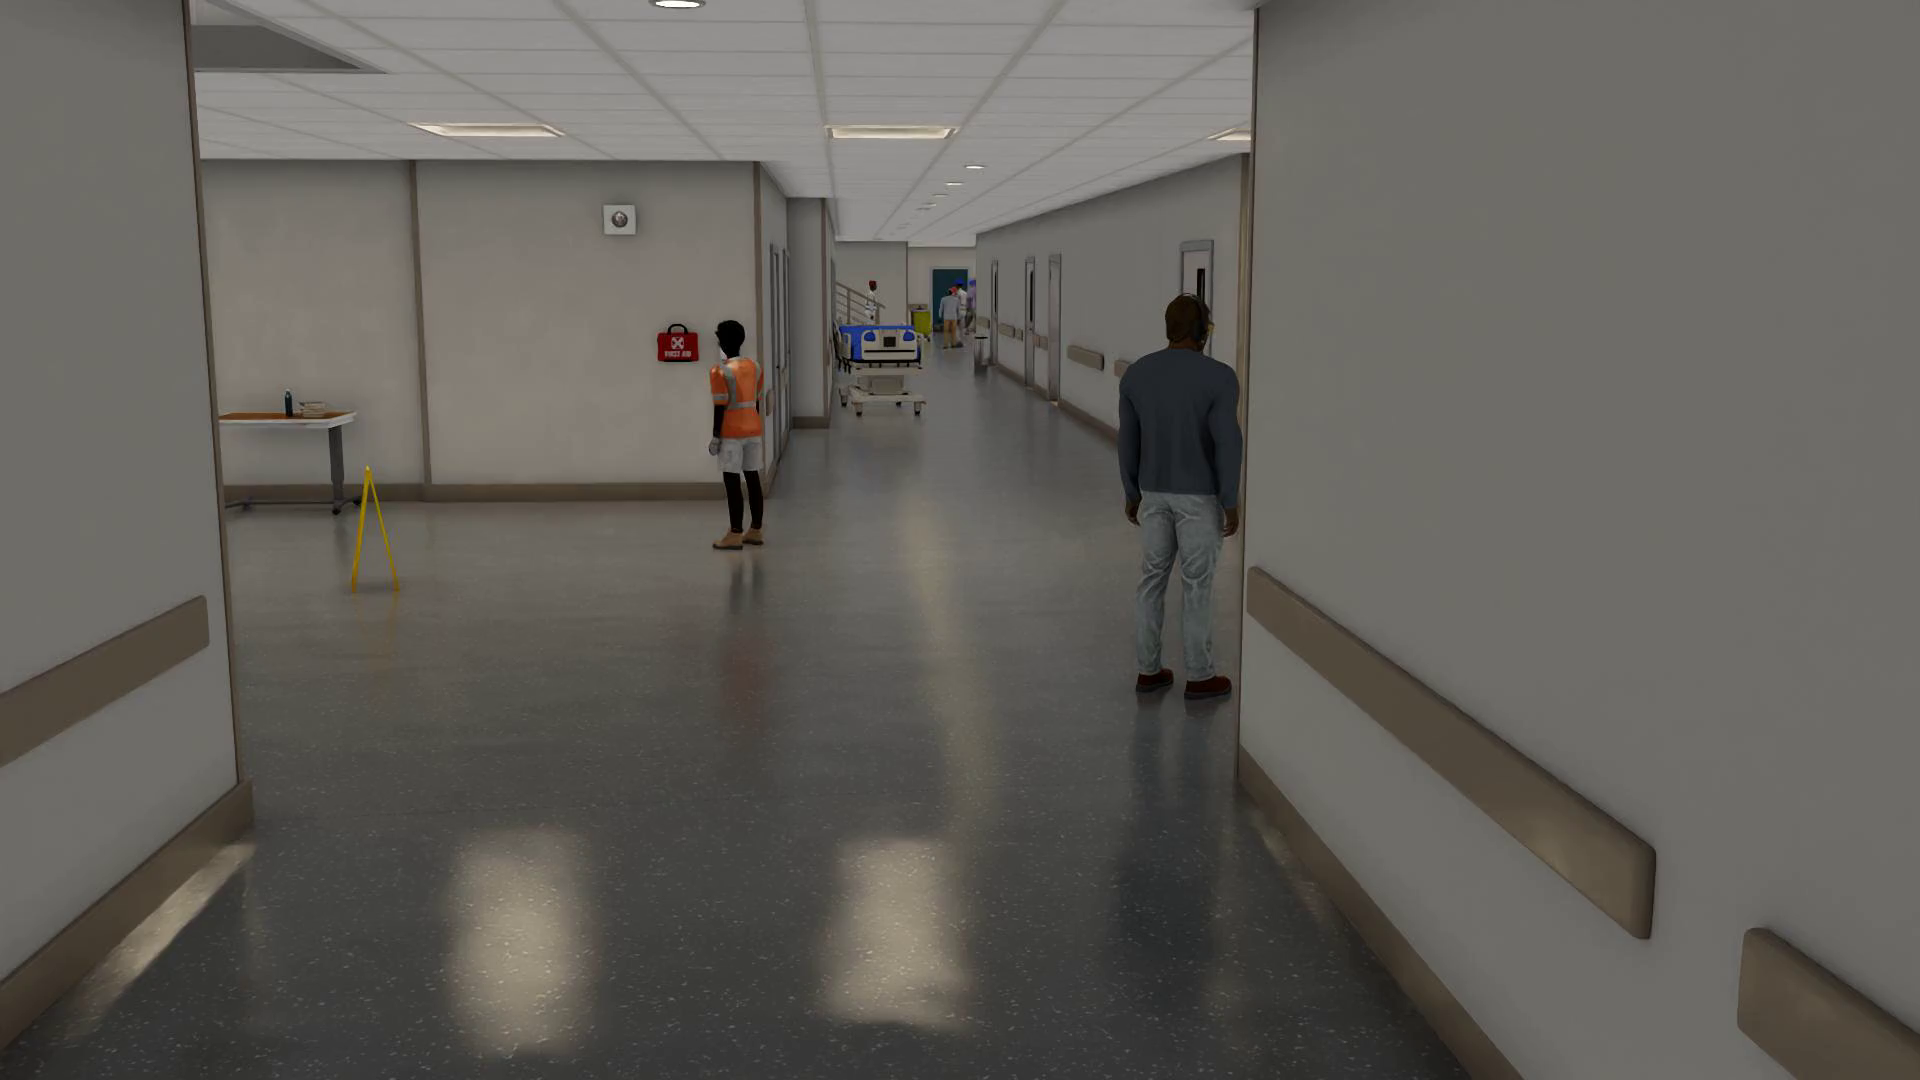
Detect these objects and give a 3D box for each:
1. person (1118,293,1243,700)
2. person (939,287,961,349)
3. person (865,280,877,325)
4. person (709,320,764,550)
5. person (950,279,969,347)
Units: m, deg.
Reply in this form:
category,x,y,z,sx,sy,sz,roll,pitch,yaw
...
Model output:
category,x,y,z,sx,sy,sz,roll,pitch,yaw
person,1.057,-0.205,7.969,0.638,1.936,0.356,7,11,36
person,-0.264,-6.098,45.701,0.611,1.712,0.430,-1,9,-7
person,-2.540,-6.469,47.501,0.356,1.875,0.575,-1,9,-6
person,-1.654,-0.775,12.297,0.322,1.697,0.531,6,11,33
person,-0.007,-6.321,46.487,0.465,1.919,0.696,7,12,39
